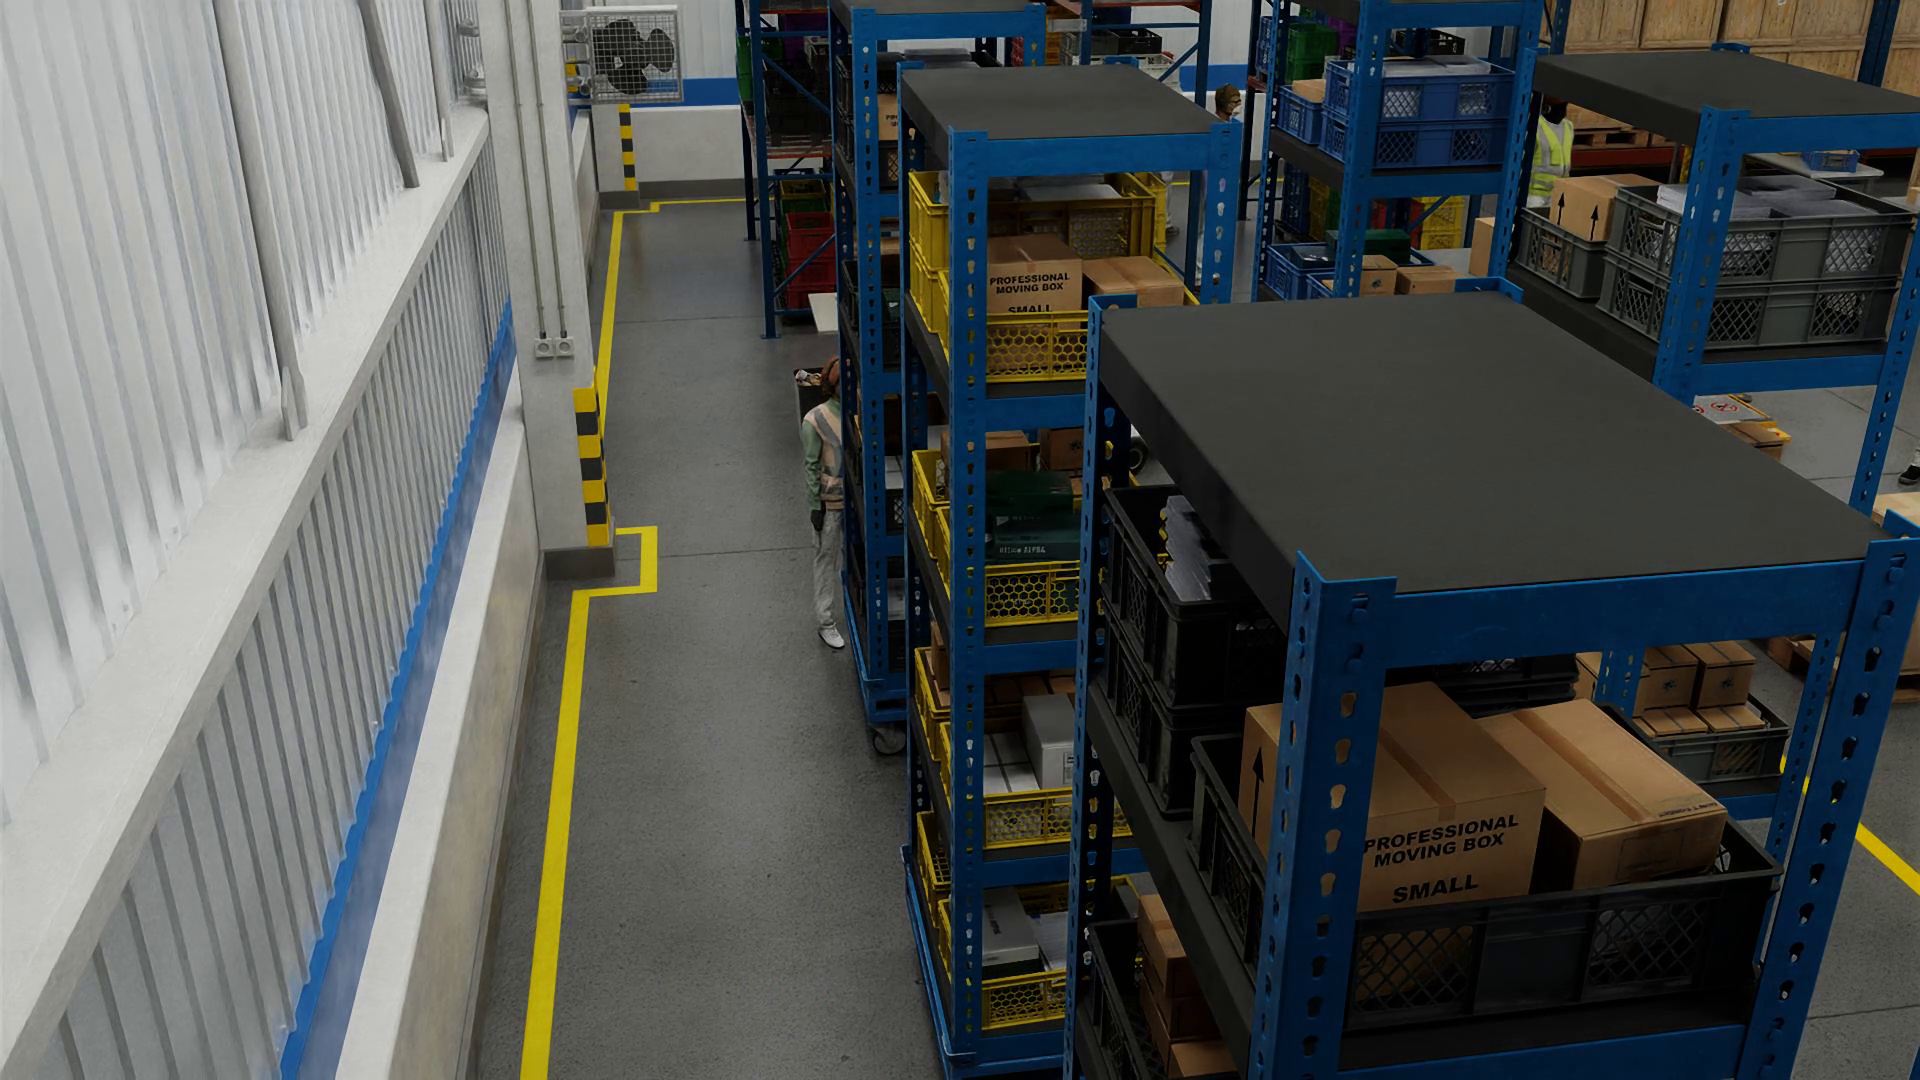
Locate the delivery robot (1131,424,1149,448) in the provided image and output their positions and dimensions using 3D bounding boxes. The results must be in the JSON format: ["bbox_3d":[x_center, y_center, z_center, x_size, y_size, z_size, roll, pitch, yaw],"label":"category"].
[{"bbox_3d":[1.285,-0.855,11.679,0.707,0.478,0.477,-12,27,-25],"label":"delivery robot"}]

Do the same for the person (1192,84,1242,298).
[{"bbox_3d":[2.354,-3.204,15.261,0.364,1.932,0.626,12,27,25],"label":"person"}]

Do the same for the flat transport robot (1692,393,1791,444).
[{"bbox_3d":[5.224,-0.859,12.132,1.431,0.197,0.652,-4,25,-8],"label":"flat transport robot"}]

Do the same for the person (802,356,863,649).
[{"bbox_3d":[-0.639,-0.221,9.118,0.309,1.641,0.514,22,32,39],"label":"person"}]

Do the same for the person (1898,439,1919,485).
[{"bbox_3d":[6.702,-1.199,11.012,0.403,1.837,0.590,-22,33,-39],"label":"person"}]

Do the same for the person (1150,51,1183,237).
[{"bbox_3d":[2.075,-4.102,17.268,0.575,1.883,0.355,19,31,35],"label":"person"}]

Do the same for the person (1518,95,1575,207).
[{"bbox_3d":[5.428,-3.261,15.489,0.633,1.841,0.429,-14,28,-28],"label":"person"}]
